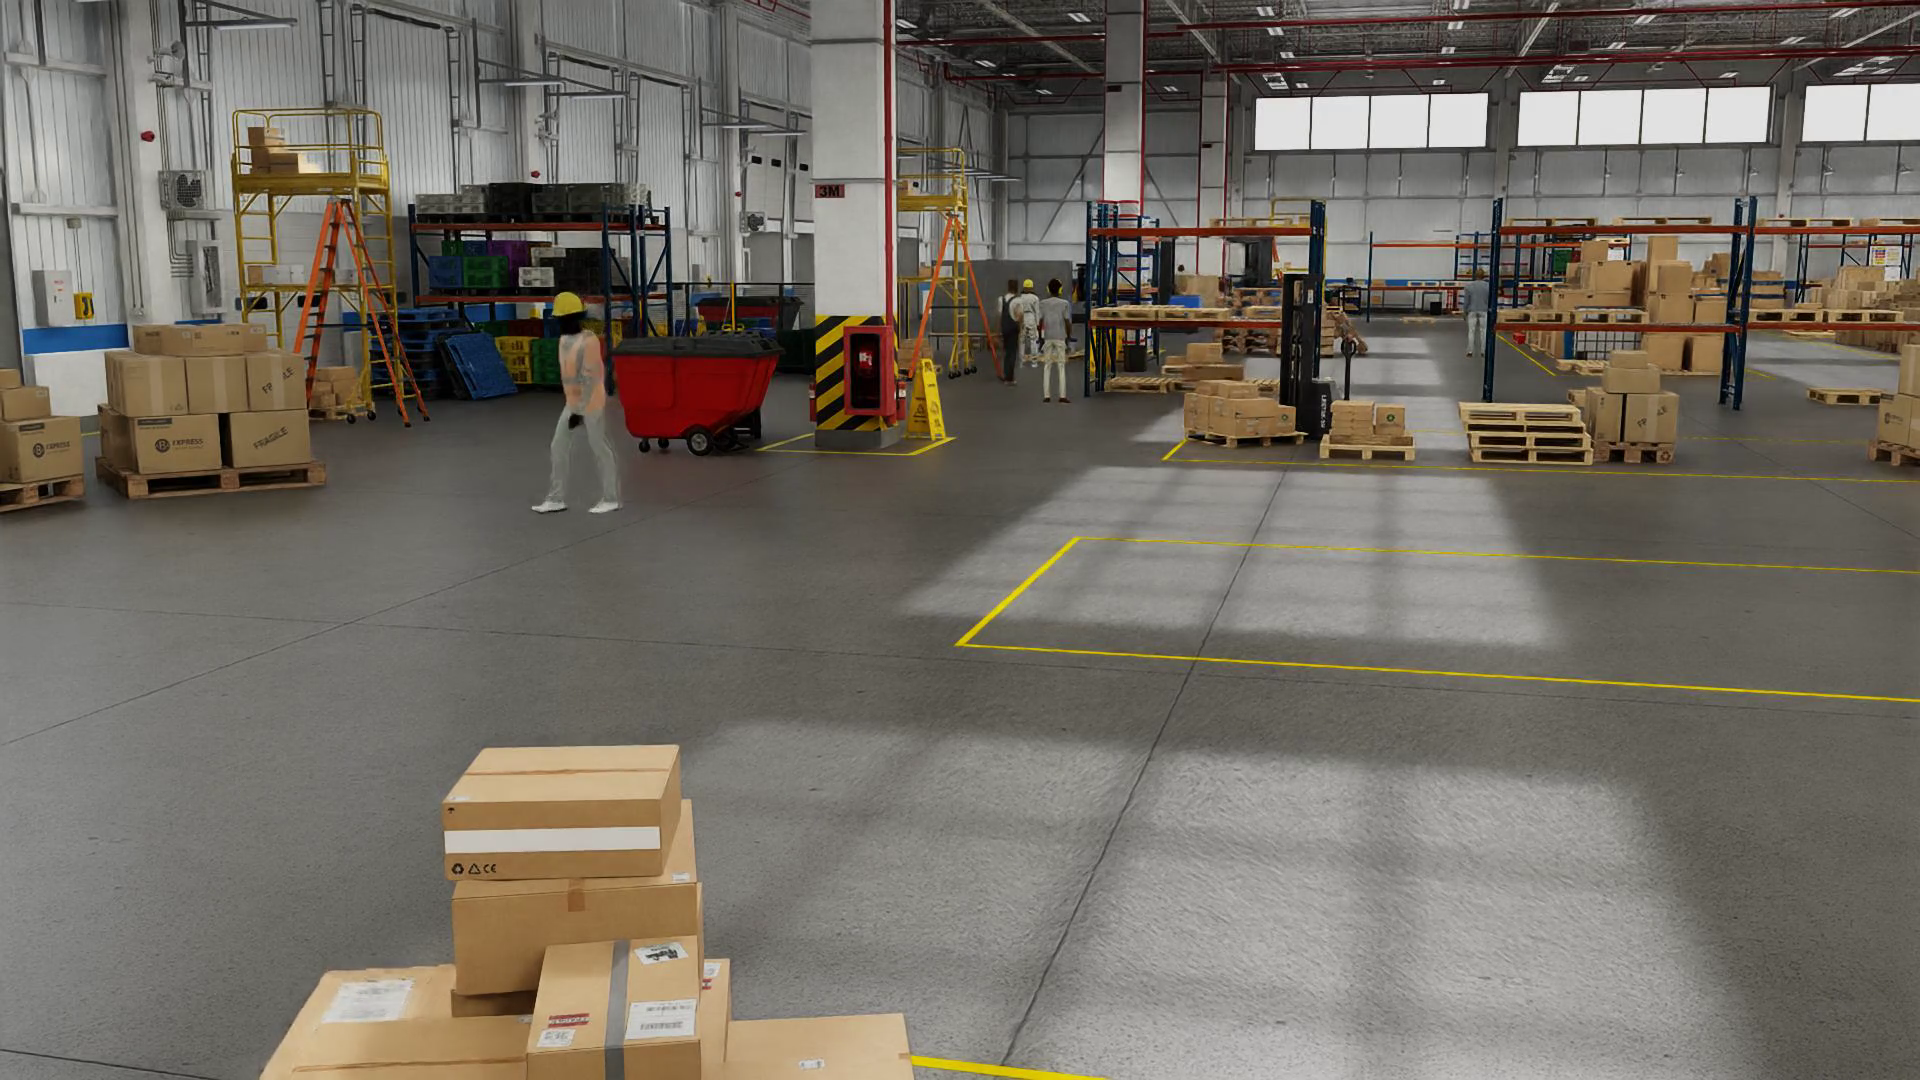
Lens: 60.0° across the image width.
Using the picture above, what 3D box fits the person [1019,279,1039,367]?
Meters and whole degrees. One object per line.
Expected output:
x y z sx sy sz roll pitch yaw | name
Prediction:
1.350 -4.307 33.106 0.484 1.744 0.295 2 10 14 | person

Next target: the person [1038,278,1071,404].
1.414 -2.966 24.839 0.514 1.873 0.329 2 10 14 | person

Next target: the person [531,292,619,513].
-3.240 -1.127 13.985 0.582 1.881 0.889 9 13 43 | person

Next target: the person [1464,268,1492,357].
11.336 -4.965 36.404 0.627 1.940 0.373 2 10 14 | person

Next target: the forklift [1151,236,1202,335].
5.866 -7.214 46.878 1.873 2.768 1.129 2 10 14 | forklift

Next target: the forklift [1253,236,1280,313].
9.270 -7.900 50.918 1.873 2.768 1.129 -2 10 -12 | forklift

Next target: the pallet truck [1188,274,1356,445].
3.653 -2.138 19.590 1.885 1.965 0.823 -4 10 -20 | pallet truck

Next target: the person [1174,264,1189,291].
7.786 -8.734 58.615 0.627 1.935 0.373 2 10 14 | person

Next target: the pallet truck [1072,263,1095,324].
4.325 -8.180 55.162 0.823 1.965 1.885 6 11 31 | pallet truck

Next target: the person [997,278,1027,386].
0.887 -3.526 28.264 0.540 1.823 0.492 8 12 39 | person
